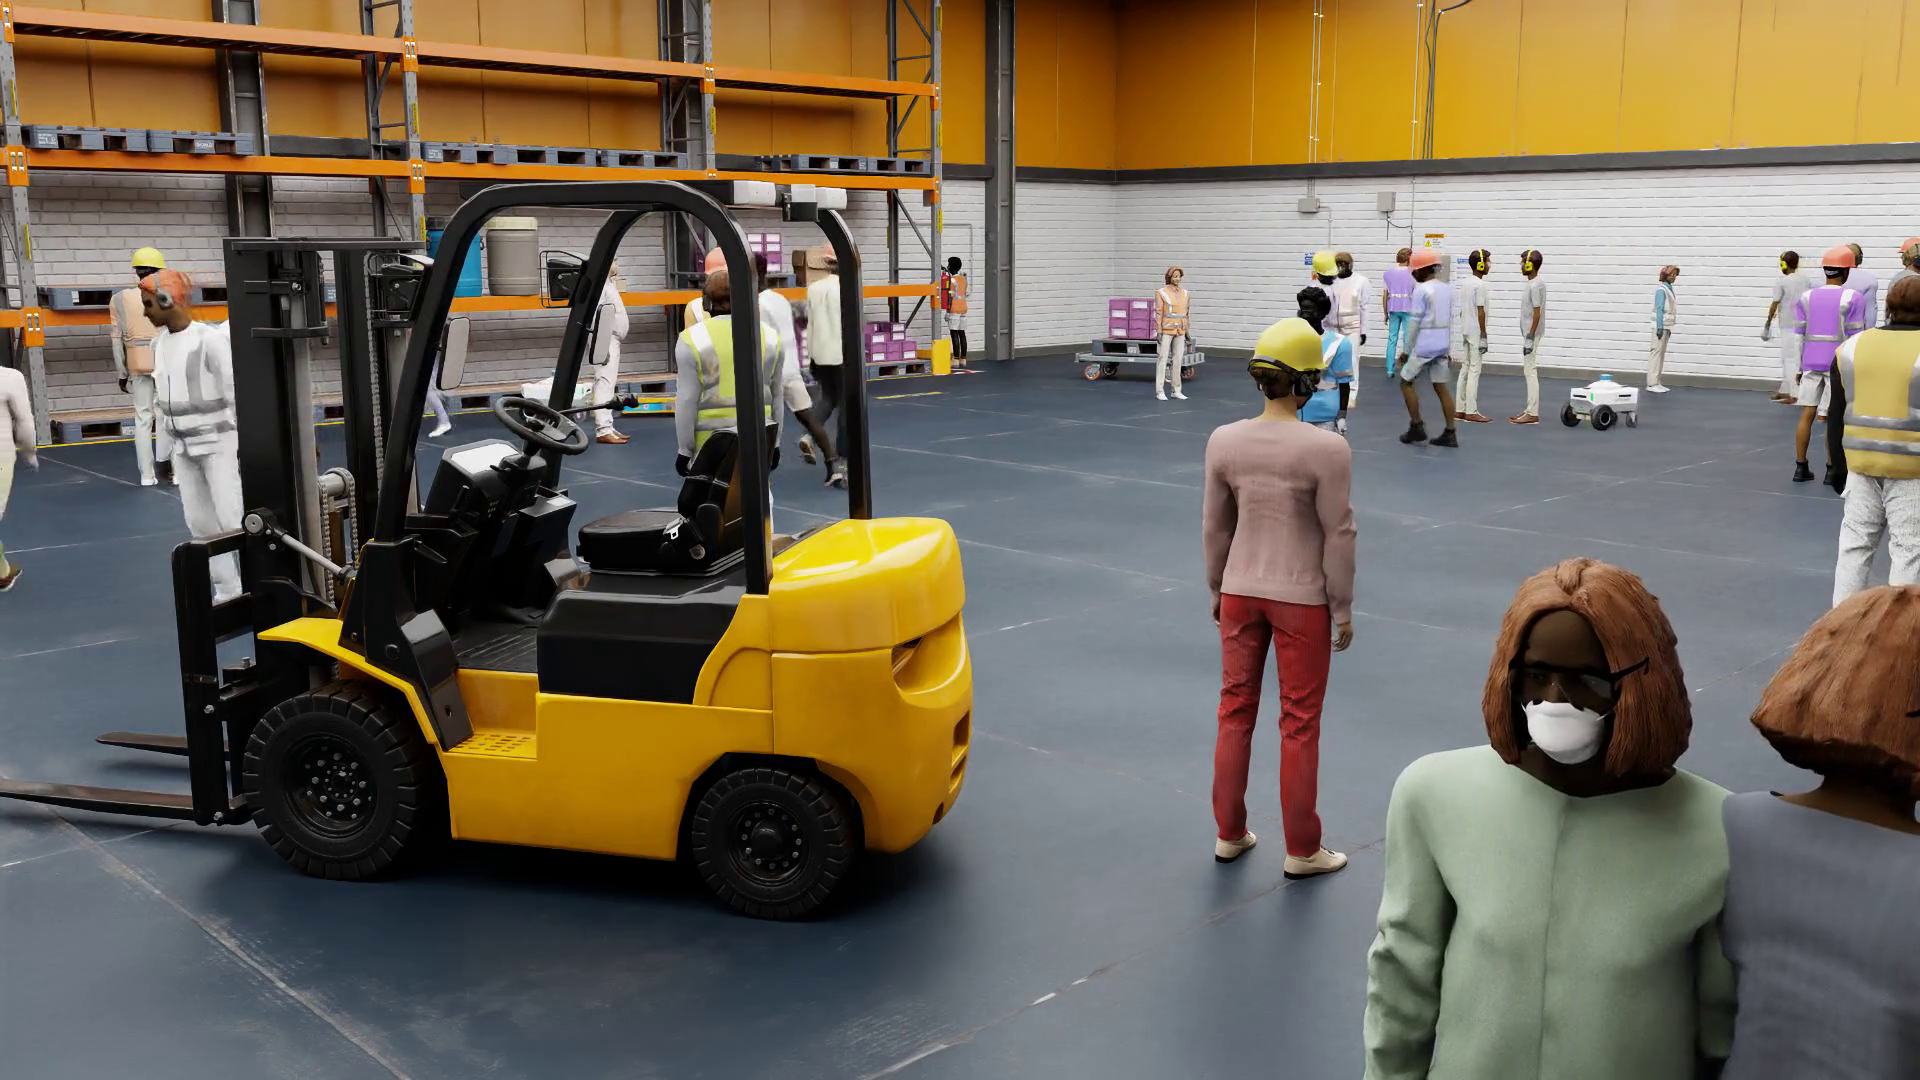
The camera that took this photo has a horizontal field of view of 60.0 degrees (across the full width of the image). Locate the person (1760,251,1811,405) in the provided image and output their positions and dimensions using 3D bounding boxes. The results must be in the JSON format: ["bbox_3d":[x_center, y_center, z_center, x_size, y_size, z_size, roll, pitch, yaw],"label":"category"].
[{"bbox_3d":[9.937,-2.550,20.034,0.516,1.838,0.711,-4,11,-20],"label":"person"}]

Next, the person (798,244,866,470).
[{"bbox_3d":[-1.085,-1.565,14.240,0.633,1.979,0.553,7,13,35],"label":"person"}]

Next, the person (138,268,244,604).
[{"bbox_3d":[-3.890,-0.473,8.636,0.668,1.854,0.440,6,12,30],"label":"person"}]

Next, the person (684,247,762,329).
[{"bbox_3d":[-1.640,-1.062,11.615,0.548,1.936,0.378,-1,10,-8],"label":"person"}]

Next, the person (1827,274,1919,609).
[{"bbox_3d":[4.432,-0.326,7.868,0.429,1.841,0.636,-6,12,-31],"label":"person"}]

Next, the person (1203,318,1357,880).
[{"bbox_3d":[1.011,0.188,5.270,0.523,1.769,0.314,8,13,39],"label":"person"}]

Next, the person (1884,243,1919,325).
[{"bbox_3d":[9.539,-2.012,16.796,0.372,1.939,0.629,1,10,5],"label":"person"}]

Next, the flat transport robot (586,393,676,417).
[{"bbox_3d":[-3.573,-1.536,18.749,1.431,0.197,0.652,-2,11,-13],"label":"flat transport robot"}]

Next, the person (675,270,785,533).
[{"bbox_3d":[-1.235,-0.508,8.862,0.632,1.840,0.429,-7,12,-33],"label":"person"}]

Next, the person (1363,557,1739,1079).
[{"bbox_3d":[0.768,0.824,2.158,0.508,1.632,0.265,6,12,29],"label":"person"}]

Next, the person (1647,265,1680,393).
[{"bbox_3d":[9.089,-2.725,21.505,0.314,1.636,0.517,7,13,34],"label":"person"}]

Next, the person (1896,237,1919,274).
[{"bbox_3d":[10.869,-2.459,19.076,0.381,1.994,0.622,9,14,41],"label":"person"}]

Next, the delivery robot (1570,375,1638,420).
[{"bbox_3d":[6.784,-1.498,17.512,0.707,0.478,0.477,-5,11,-26],"label":"delivery robot"}]

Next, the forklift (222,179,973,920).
[{"bbox_3d":[-1.114,-0.058,5.440,2.313,2.155,1.214,2,11,13],"label":"forklift"}]

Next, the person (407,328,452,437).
[{"bbox_3d":[-5.522,-1.852,16.542,0.535,1.713,0.953,9,14,41],"label":"person"}]

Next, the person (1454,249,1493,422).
[{"bbox_3d":[5.610,-2.214,18.085,0.328,1.872,0.509,-1,10,-8],"label":"person"}]

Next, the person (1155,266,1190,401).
[{"bbox_3d":[2.610,-2.539,20.483,0.513,1.641,0.307,-6,12,-29],"label":"person"}]

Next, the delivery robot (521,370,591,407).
[{"bbox_3d":[-4.378,-1.599,18.061,0.707,0.478,0.477,0,10,1],"label":"delivery robot"}]

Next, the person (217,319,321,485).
[{"bbox_3d":[-3.697,-0.576,8.971,0.351,1.936,0.549,6,12,29],"label":"person"}]

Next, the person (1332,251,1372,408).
[{"bbox_3d":[4.501,-2.463,19.547,0.628,1.839,0.430,6,12,31],"label":"person"}]

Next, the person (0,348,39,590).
[{"bbox_3d":[-5.366,-0.424,9.135,0.502,1.570,0.925,-2,11,-10],"label":"person"}]

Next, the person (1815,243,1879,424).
[{"bbox_3d":[9.459,-2.197,17.802,0.627,1.940,0.372,10,14,43],"label":"person"}]

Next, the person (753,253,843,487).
[{"bbox_3d":[-1.426,-1.341,13.302,1.068,1.898,0.661,5,11,23],"label":"person"}]

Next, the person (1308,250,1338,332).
[{"bbox_3d":[3.596,-1.946,16.640,0.366,1.877,0.678,4,11,21],"label":"person"}]

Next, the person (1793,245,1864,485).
[{"bbox_3d":[7.080,-1.419,13.560,0.362,1.939,0.543,-8,13,-37],"label":"person"}]

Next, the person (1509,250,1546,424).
[{"bbox_3d":[6.131,-2.180,17.913,0.311,1.865,0.532,4,11,19],"label":"person"}]

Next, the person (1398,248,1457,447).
[{"bbox_3d":[4.485,-1.830,15.920,0.577,1.894,0.623,-9,14,-41],"label":"person"}]

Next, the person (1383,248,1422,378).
[{"bbox_3d":[6.245,-3.199,23.520,0.567,1.847,0.389,6,12,32],"label":"person"}]

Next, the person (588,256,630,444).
[{"bbox_3d":[-3.434,-1.897,16.242,0.409,1.913,0.651,-1,10,-5],"label":"person"}]

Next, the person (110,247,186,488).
[{"bbox_3d":[-6.475,-1.379,13.381,0.591,1.923,0.381,-1,10,-6],"label":"person"}]

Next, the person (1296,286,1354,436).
[{"bbox_3d":[2.278,-0.798,10.826,0.540,1.697,0.317,7,12,33],"label":"person"}]

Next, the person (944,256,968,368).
[{"bbox_3d":[-0.067,-3.495,25.540,0.322,1.697,0.532,6,12,30],"label":"person"}]

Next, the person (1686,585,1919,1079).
[{"bbox_3d":[1.048,0.854,1.996,0.278,1.633,0.498,-7,13,-34],"label":"person"}]
